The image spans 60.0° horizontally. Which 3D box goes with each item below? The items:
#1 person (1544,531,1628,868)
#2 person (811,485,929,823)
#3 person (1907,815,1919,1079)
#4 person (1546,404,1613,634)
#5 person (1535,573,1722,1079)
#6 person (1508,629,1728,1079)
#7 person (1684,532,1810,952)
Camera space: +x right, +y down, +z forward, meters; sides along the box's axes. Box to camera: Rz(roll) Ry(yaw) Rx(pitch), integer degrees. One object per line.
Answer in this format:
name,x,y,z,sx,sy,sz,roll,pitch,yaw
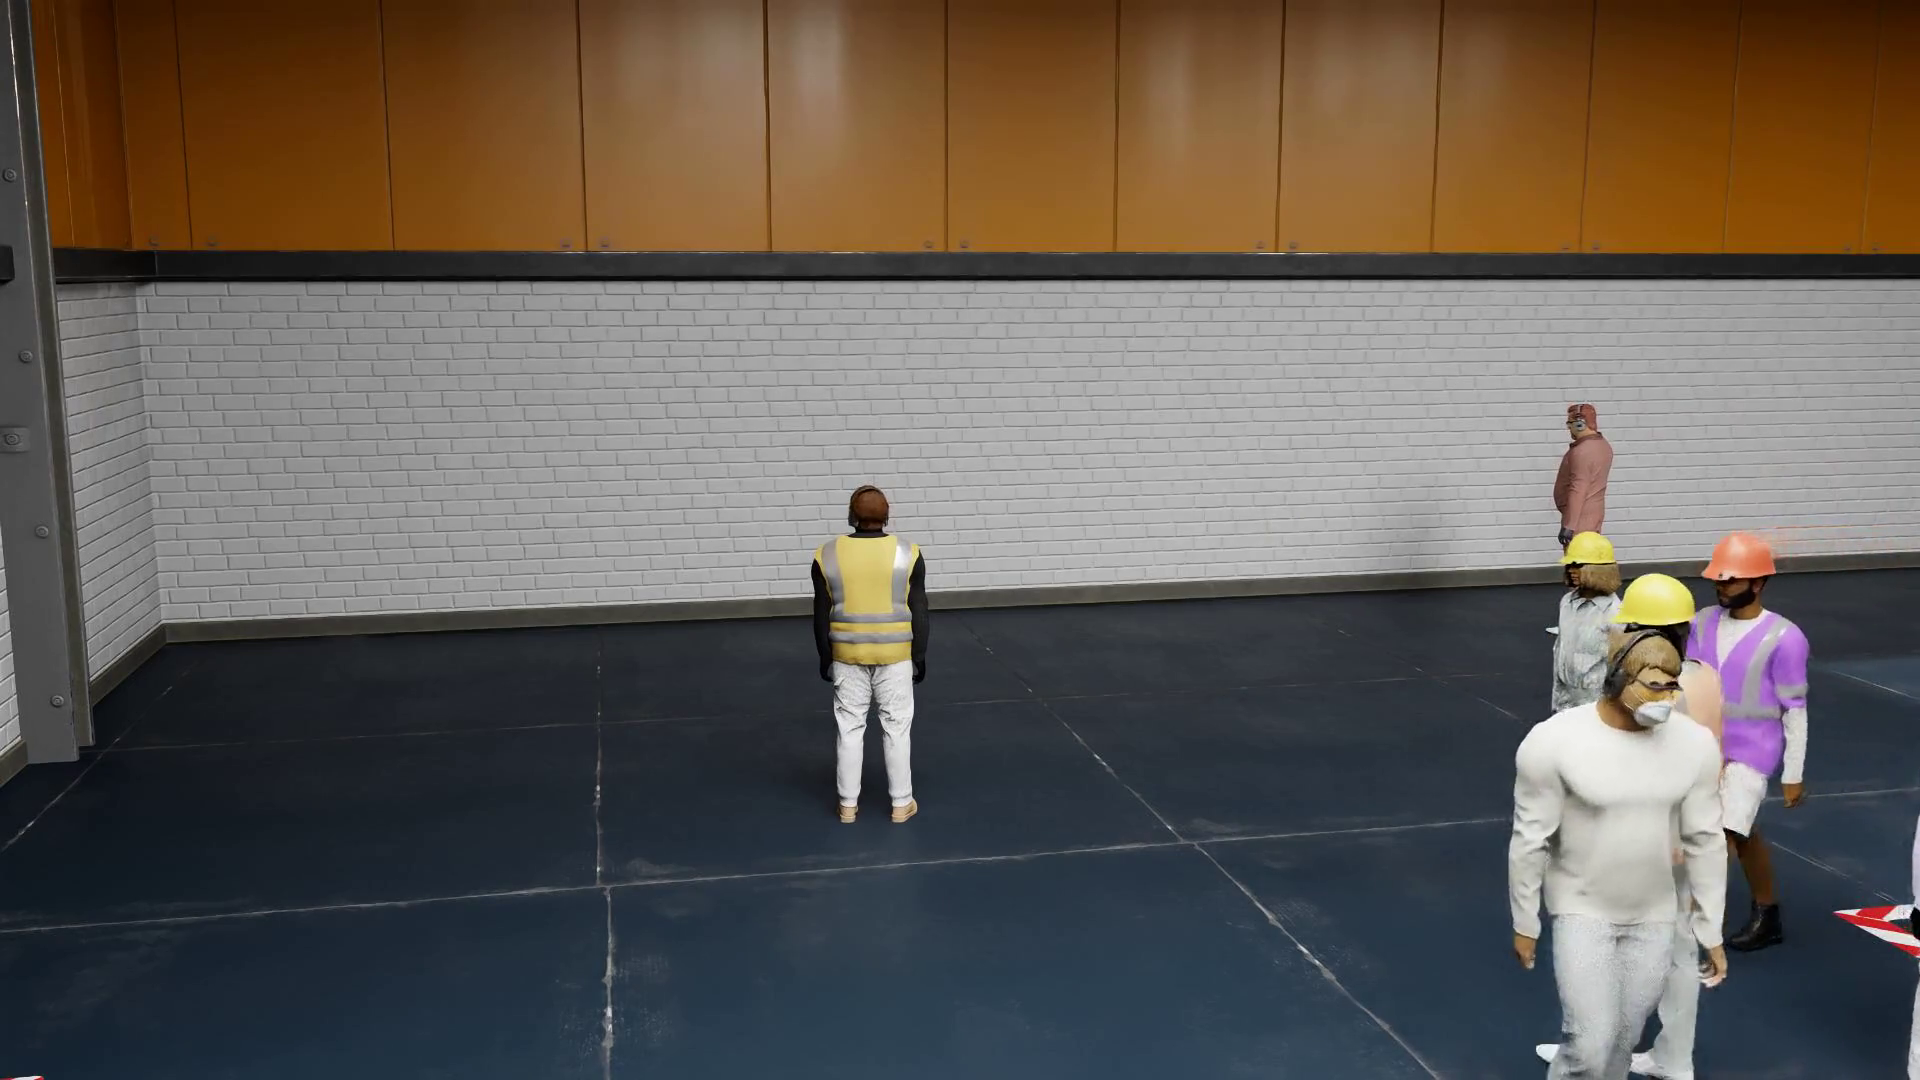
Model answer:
person,3.031,0.820,8.082,0.319,1.743,0.488,-3,10,-17
person,-0.476,0.621,8.993,0.626,1.847,0.429,0,9,2
person,3.533,1.216,5.547,0.653,1.809,0.739,0,9,-2
person,5.064,-0.167,13.624,0.408,1.903,0.638,7,12,37
person,2.469,1.058,6.129,0.595,1.906,0.653,-8,12,-41
person,2.059,1.215,5.184,0.625,1.910,0.574,-1,9,-6
person,3.257,0.905,7.134,0.984,1.883,0.572,-3,10,-18
